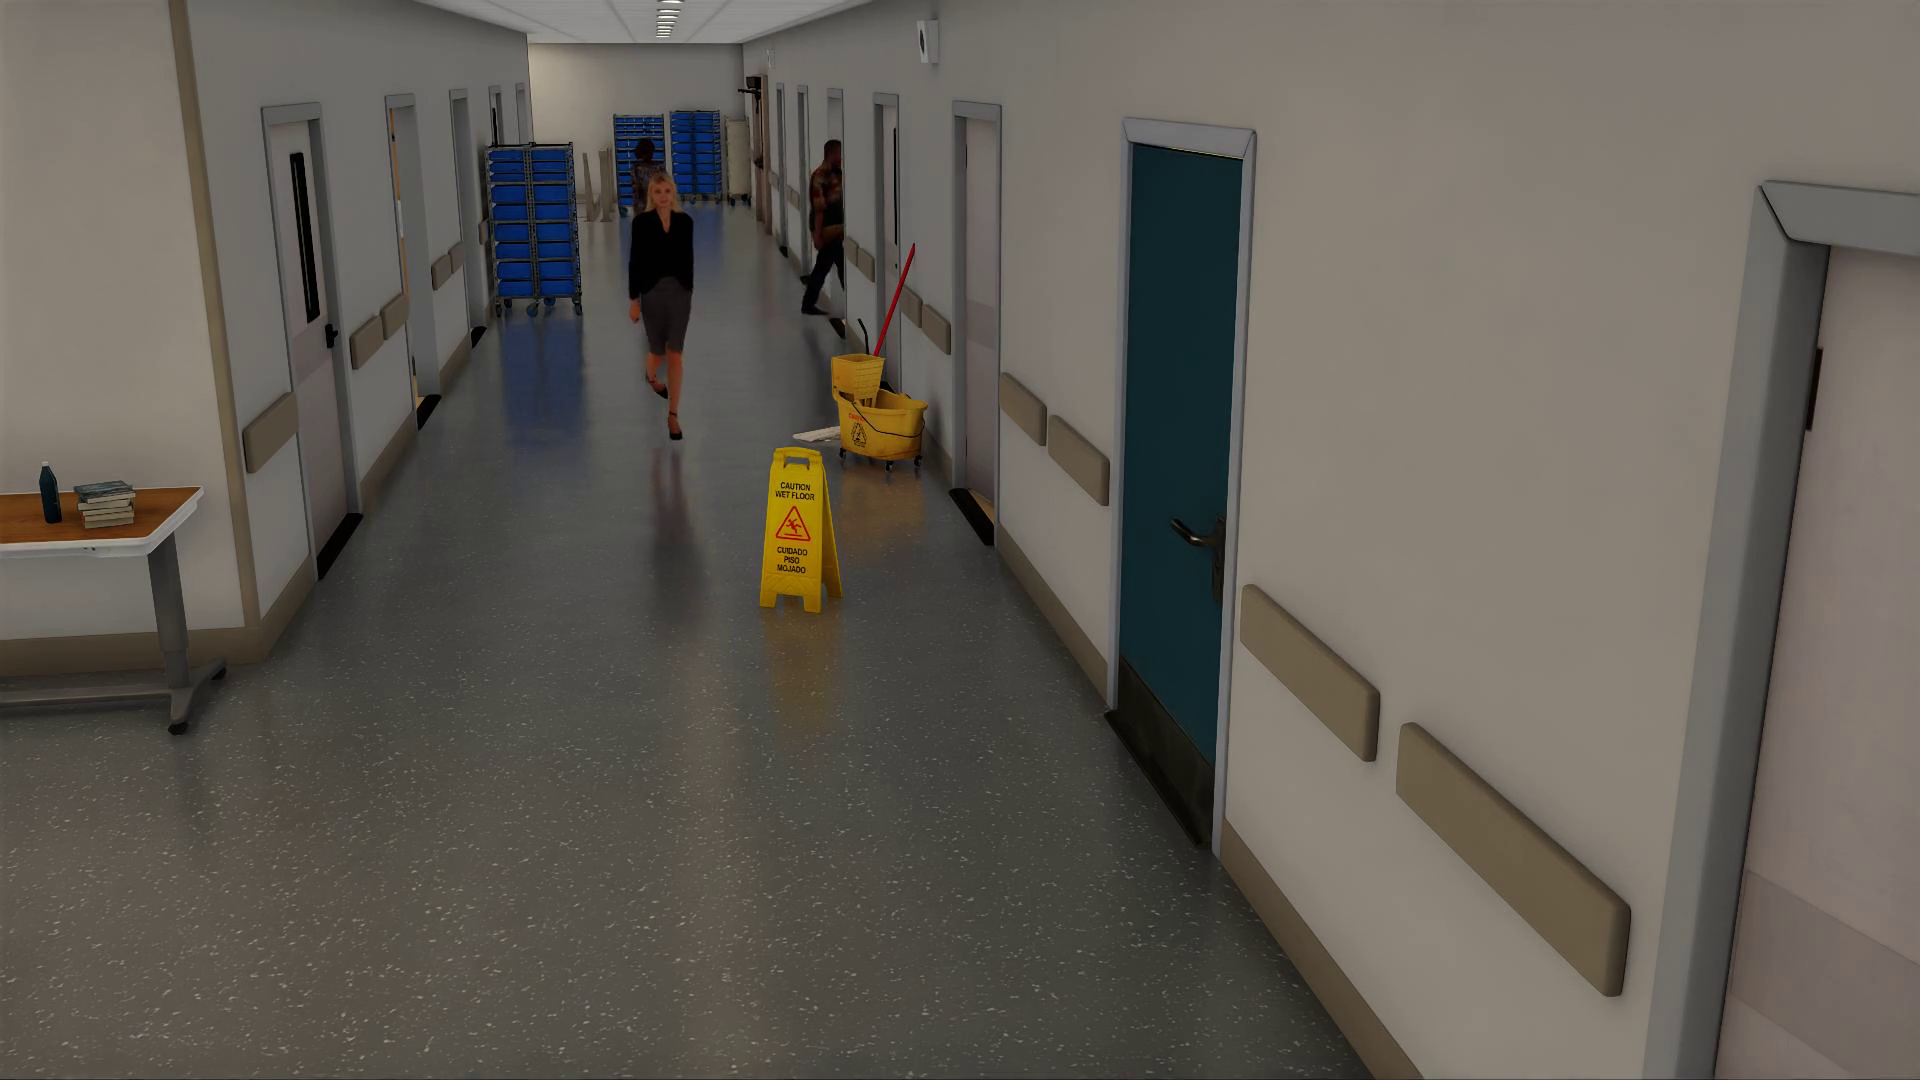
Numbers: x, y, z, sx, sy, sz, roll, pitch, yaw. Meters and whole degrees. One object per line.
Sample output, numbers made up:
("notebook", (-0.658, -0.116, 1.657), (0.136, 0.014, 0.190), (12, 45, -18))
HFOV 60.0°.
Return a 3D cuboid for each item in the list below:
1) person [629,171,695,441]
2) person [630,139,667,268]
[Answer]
("person", (-2.037, -1.595, 11.437), (0.750, 1.794, 1.195), (-6, 17, -20))
("person", (-3.631, -3.838, 19.537), (0.560, 1.716, 0.517), (-3, 16, -9))
